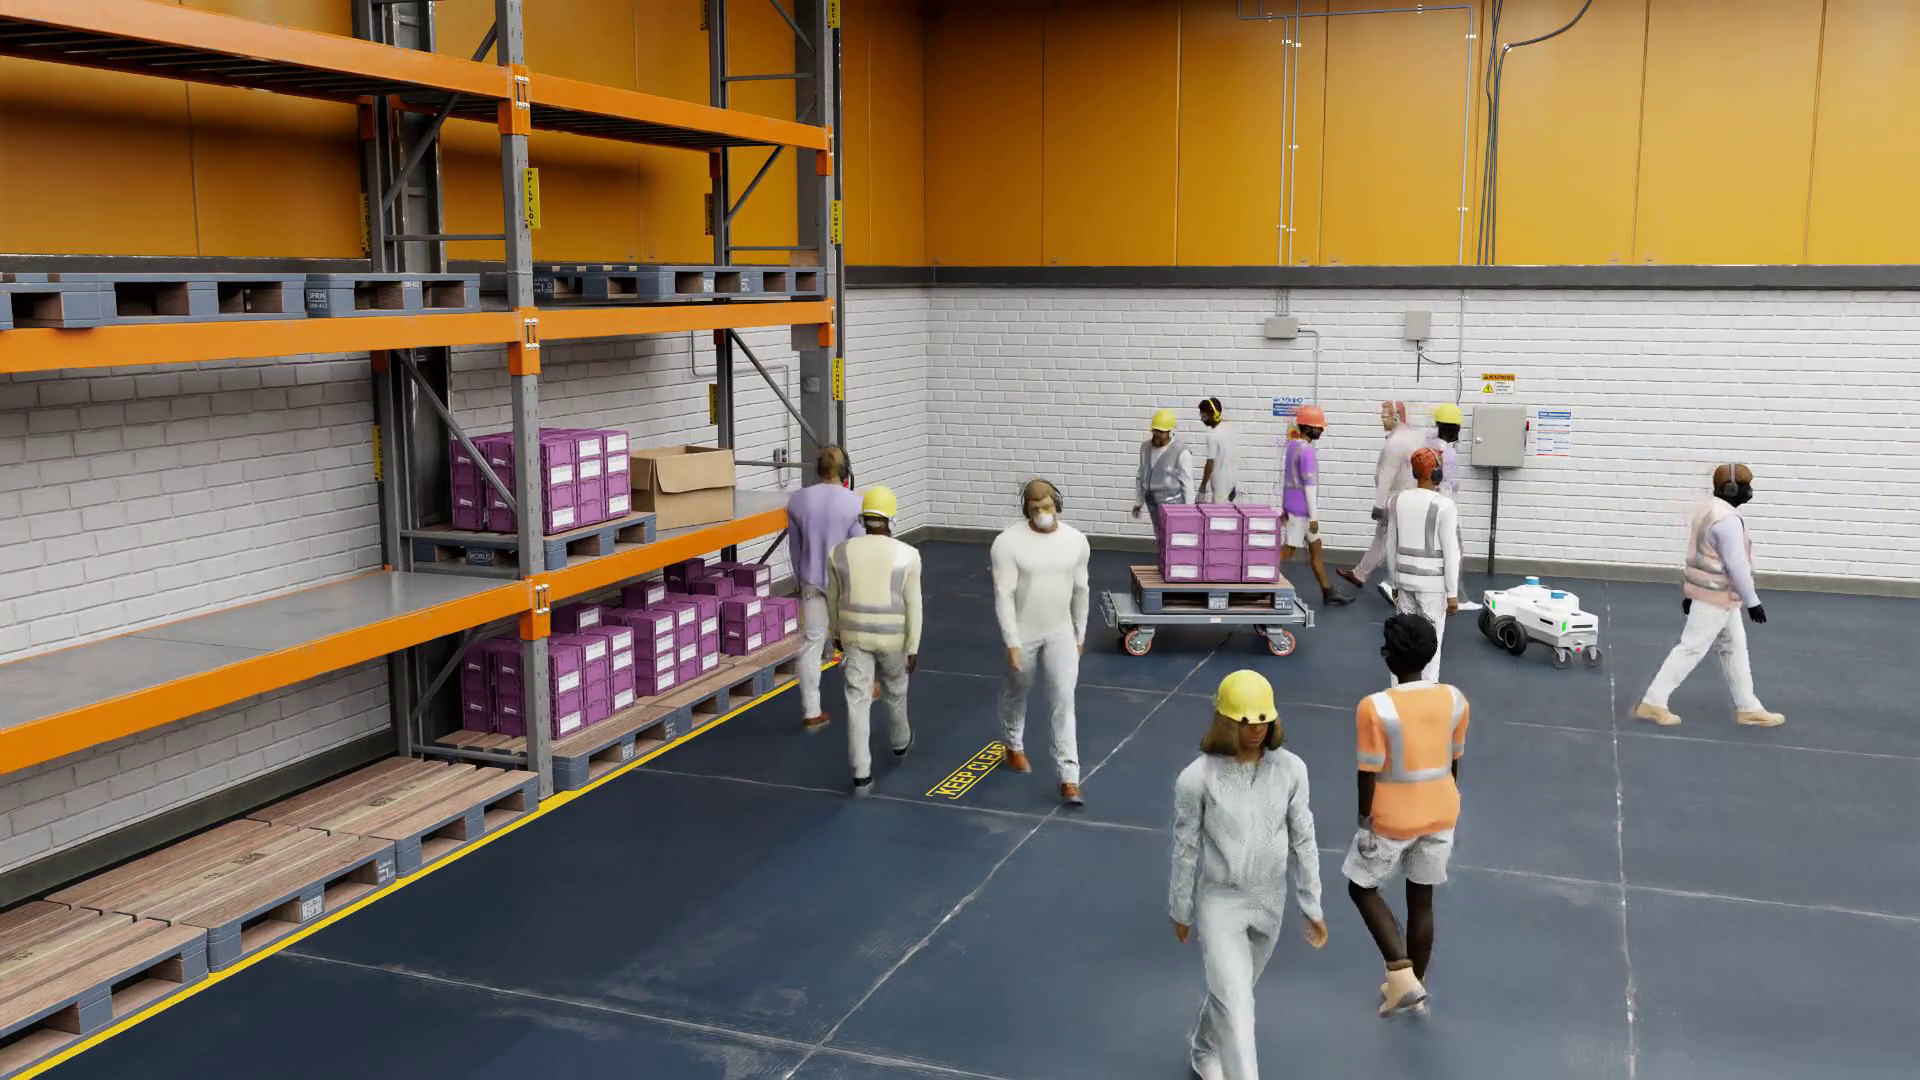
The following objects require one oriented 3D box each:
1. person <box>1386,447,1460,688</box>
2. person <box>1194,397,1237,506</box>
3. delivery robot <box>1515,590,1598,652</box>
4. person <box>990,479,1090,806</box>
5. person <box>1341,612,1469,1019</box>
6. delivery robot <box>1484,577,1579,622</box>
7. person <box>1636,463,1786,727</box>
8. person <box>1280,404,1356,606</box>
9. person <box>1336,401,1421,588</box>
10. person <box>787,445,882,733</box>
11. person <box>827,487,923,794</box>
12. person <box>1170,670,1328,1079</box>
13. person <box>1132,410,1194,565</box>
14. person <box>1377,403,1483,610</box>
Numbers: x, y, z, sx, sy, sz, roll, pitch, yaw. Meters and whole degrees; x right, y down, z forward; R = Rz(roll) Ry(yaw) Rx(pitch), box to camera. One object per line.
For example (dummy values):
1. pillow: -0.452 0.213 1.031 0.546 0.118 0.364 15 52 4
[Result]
1. person: 3.138 0.311 11.256 0.356 1.885 0.574 -6 11 -34
2. person: 2.583 -0.517 16.628 0.409 1.832 0.556 4 10 26
3. delivery robot: 4.686 0.638 13.068 0.477 0.478 0.707 -2 9 -13
4. person: 0.468 0.558 9.797 0.621 1.881 1.097 -2 9 -14
5. person: 1.822 1.133 6.728 0.542 1.688 0.403 -3 10 -19
6. delivery robot: 4.689 0.544 13.655 0.707 0.478 0.477 1 9 6
7. person: 5.042 0.377 11.133 0.944 1.803 0.623 3 10 18
8. person: 3.095 -0.297 15.099 1.011 1.888 0.546 0 9 -1
9. person: 4.060 -0.393 15.776 1.007 1.847 0.657 5 10 27
10. person: -0.833 0.298 11.278 0.654 1.893 0.978 3 10 21
11. person: -0.503 0.564 9.998 0.603 1.767 0.971 1 9 8
12. person: 0.988 1.273 5.820 0.493 1.695 0.917 -3 10 -20
13. person: 1.975 -0.350 15.737 0.679 1.795 0.622 -7 11 -37
14. person: 4.281 -0.296 15.046 0.891 1.902 0.593 -1 9 -6
